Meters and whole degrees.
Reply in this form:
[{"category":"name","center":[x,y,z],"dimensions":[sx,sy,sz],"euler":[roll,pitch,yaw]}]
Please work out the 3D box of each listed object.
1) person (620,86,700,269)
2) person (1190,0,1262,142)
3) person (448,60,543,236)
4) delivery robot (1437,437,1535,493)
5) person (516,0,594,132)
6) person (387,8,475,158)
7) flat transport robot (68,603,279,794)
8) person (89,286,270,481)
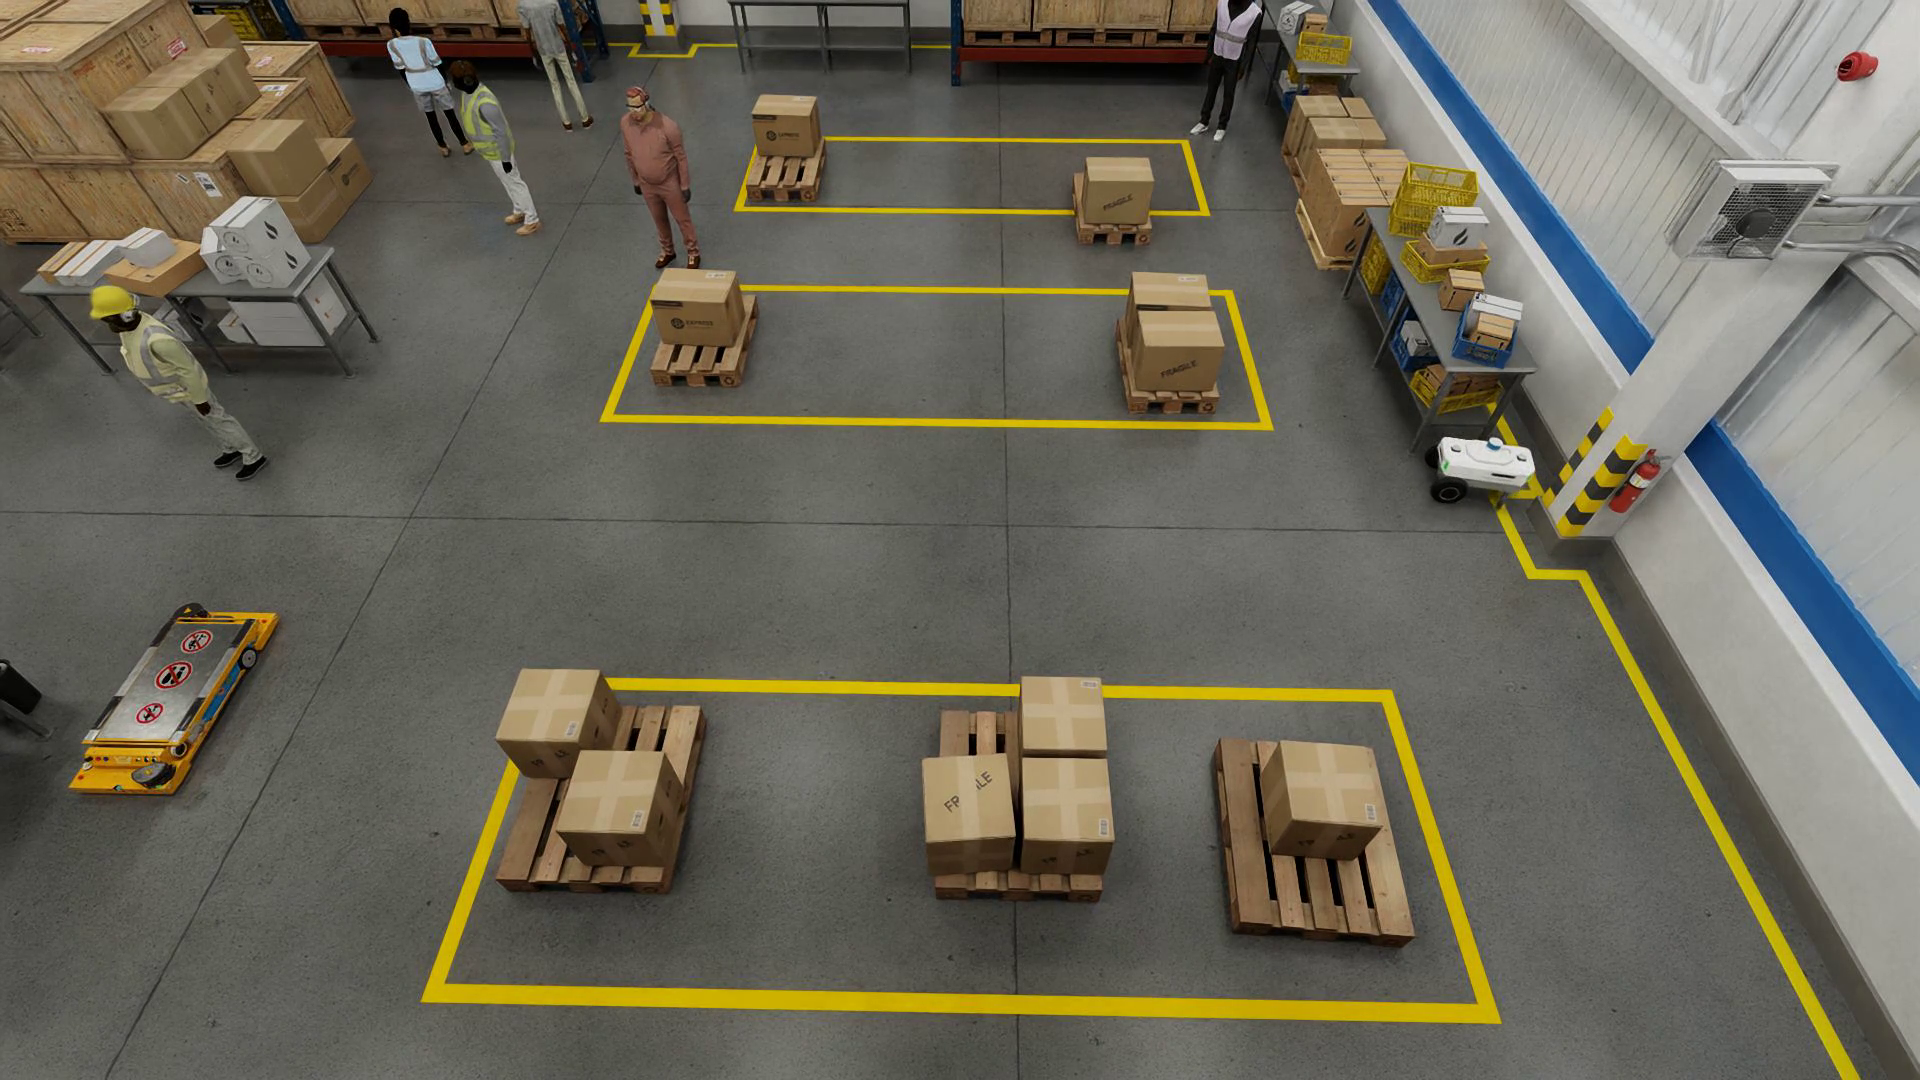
[{"category":"person","center":[-3.073,-3.658,9.380],"dimensions":[0.652,1.906,0.409],"euler":[9,50,8]},{"category":"person","center":[3.305,-5.957,11.318],"dimensions":[0.593,1.920,0.391],"euler":[30,56,23]},{"category":"person","center":[-5.018,-4.209,9.890],"dimensions":[0.429,1.839,0.633],"euler":[-31,57,-24]},{"category":"delivery robot","center":[4.373,-0.649,7.654],"dimensions":[0.707,0.478,0.477],"euler":[9,50,8]},{"category":"person","center":[-5.095,-6.095,11.467],"dimensions":[0.532,1.868,0.310],"euler":[-12,51,-10]},{"category":"person","center":[-6.418,-5.491,11.067],"dimensions":[0.535,1.697,0.318],"euler":[-9,50,-7]},{"category":"flat transport robot","center":[-5.504,1.072,6.442],"dimensions":[0.652,0.197,1.431],"euler":[1,50,1]},{"category":"person","center":[-6.288,-1.247,7.388],"dimensions":[0.590,1.833,0.404],"euler":[26,54,20]}]
